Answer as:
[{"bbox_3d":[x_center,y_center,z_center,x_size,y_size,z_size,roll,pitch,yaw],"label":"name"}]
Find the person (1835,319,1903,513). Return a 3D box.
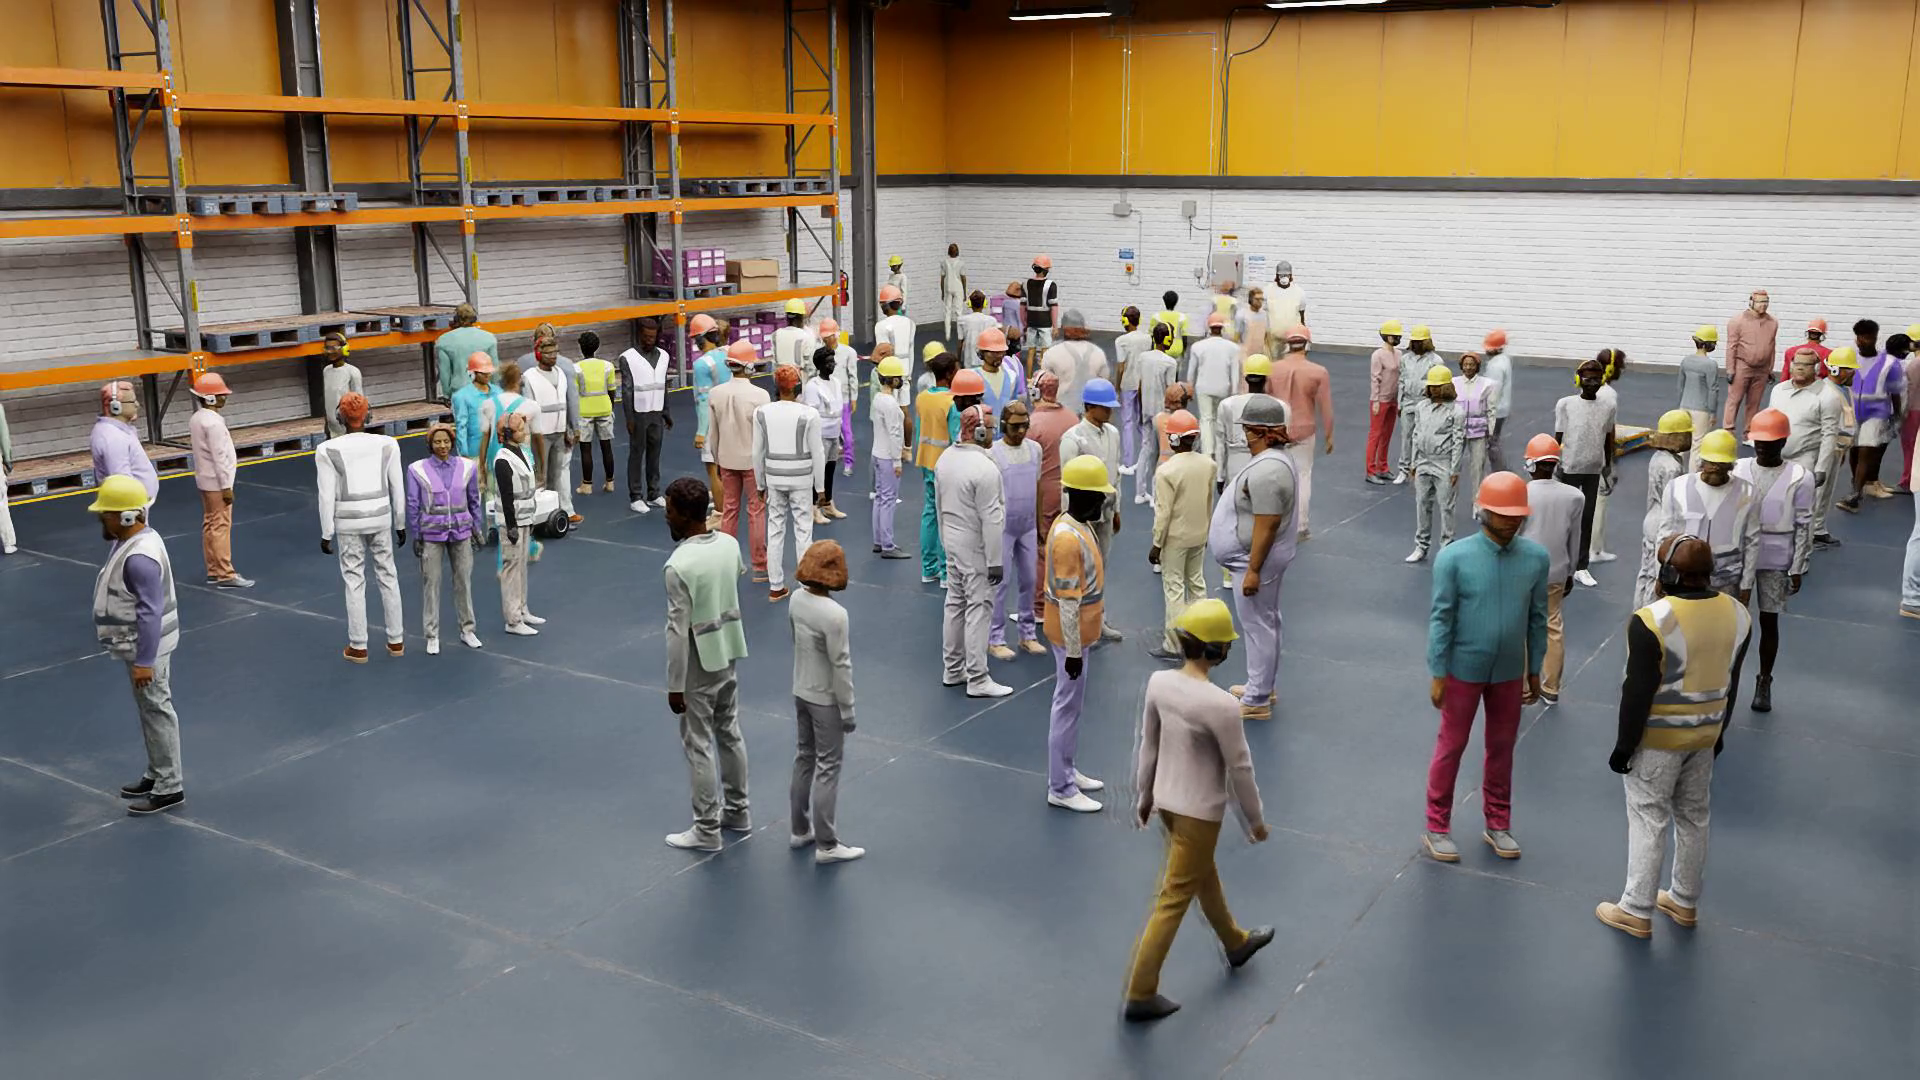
[{"bbox_3d":[9.000,-1.244,16.515,1.026,1.906,0.657,-13,18,-44],"label":"person"}]

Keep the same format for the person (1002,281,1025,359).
[{"bbox_3d":[0.812,-3.081,25.086,0.299,1.625,0.510,-7,15,-29],"label":"person"}]

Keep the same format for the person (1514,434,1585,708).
[{"bbox_3d":[3.658,0.193,10.595,0.566,1.750,0.341,-3,13,-11],"label":"person"}]

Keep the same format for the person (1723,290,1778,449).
[{"bbox_3d":[9.492,-2.040,19.948,0.636,1.911,0.404,-2,13,-8],"label":"person"}]

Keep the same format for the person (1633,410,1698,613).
[{"bbox_3d":[4.942,-0.045,11.650,0.287,1.746,0.493,2,13,8],"label":"person"}]

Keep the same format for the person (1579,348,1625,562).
[{"bbox_3d":[5.527,-0.743,14.418,0.351,1.868,0.541,-2,13,-10],"label":"person"}]

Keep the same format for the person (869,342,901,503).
[{"bbox_3d":[-0.776,-1.189,16.856,0.264,1.632,0.507,-4,14,-17],"label":"person"}]

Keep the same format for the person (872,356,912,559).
[{"bbox_3d":[-0.606,-0.720,14.530,0.310,1.768,0.533,-4,14,-17],"label":"person"}]

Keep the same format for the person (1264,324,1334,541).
[{"bbox_3d":[3.063,-0.986,15.265,0.738,1.952,0.523,6,14,23],"label":"person"}]

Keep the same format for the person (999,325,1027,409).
[{"bbox_3d":[0.454,-1.210,16.520,0.429,1.837,0.629,6,14,24],"label":"person"}]

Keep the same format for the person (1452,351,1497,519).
[{"bbox_3d":[4.913,-1.019,16.121,0.519,1.633,0.313,5,14,19],"label":"person"}]

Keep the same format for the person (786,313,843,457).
[{"bbox_3d":[-1.777,-1.809,19.140,1.015,1.822,0.604,-3,13,-12],"label":"person"}]

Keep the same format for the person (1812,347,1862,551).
[{"bbox_3d":[7.748,-0.814,14.825,0.585,1.824,0.405,-12,18,-43],"label":"person"}]

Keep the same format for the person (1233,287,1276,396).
[{"bbox_3d":[3.830,-2.342,21.471,0.522,1.803,0.902,-8,15,-31],"label":"person"}]

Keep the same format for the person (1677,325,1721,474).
[{"bbox_3d":[7.651,-1.343,17.234,0.311,1.768,0.533,-4,14,-17],"label":"person"}]

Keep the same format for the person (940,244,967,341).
[{"bbox_3d":[-0.120,-4.705,31.643,0.504,1.846,0.345,3,13,13],"label":"person"}]

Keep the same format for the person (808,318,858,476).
[{"bbox_3d":[-1.403,-1.568,18.274,0.574,1.737,0.354,3,13,12],"label":"person"}]

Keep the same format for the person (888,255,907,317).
[{"bbox_3d":[-1.121,-4.160,29.478,0.340,1.761,0.524,-9,16,-33],"label":"person"}]

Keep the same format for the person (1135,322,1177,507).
[{"bbox_3d":[1.981,-1.248,16.638,0.345,1.856,0.525,-11,17,-40],"label":"person"}]

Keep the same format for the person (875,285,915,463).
[{"bbox_3d":[-0.776,-1.857,18.854,0.392,2.041,0.615,10,16,36],"label":"person"}]

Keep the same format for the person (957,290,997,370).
[{"bbox_3d":[0.209,-2.148,20.524,0.509,1.863,0.326,0,13,1],"label":"person"}]

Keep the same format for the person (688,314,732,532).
[{"bbox_3d":[-2.332,-1.083,15.523,0.404,2.033,0.608,4,14,17],"label":"person"}]

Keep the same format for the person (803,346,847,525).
[{"bbox_3d":[-1.288,-1.002,15.907,0.318,1.697,0.534,7,15,27],"label":"person"}]

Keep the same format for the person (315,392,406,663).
[{"bbox_3d":[-4.133,-0.087,11.527,0.585,1.882,0.340,-9,16,-34],"label":"person"}]

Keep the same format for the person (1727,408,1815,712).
[{"bbox_3d":[5.030,0.125,10.487,0.548,1.936,0.378,9,16,35],"label":"person"}]

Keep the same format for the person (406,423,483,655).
[{"bbox_3d":[-3.635,-0.019,11.766,0.511,1.641,0.308,-8,15,-31],"label":"person"}]

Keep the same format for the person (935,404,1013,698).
[{"bbox_3d":[0.105,0.067,10.813,0.403,1.906,0.652,-8,15,-30],"label":"person"}]

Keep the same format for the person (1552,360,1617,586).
[{"bbox_3d":[5.064,-0.544,13.543,0.530,1.869,0.311,0,13,0],"label":"person"}]

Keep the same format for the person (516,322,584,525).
[{"bbox_3d":[-3.877,-1.084,15.729,0.635,1.938,0.359,3,13,15],"label":"person"}]

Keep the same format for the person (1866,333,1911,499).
[{"bbox_3d":[9.549,-1.280,17.111,0.318,1.697,0.533,8,15,30],"label":"person"}]

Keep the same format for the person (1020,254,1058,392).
[{"bbox_3d":[1.199,-3.212,24.734,0.616,2.041,0.381,8,15,31],"label":"person"}]

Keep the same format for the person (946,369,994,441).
[{"bbox_3d":[0.074,-0.304,12.351,0.360,1.939,0.543,-1,13,-5],"label":"person"}]

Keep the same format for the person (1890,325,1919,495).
[{"bbox_3d":[9.895,-1.357,17.312,0.340,1.760,0.525,11,17,41],"label":"person"}]

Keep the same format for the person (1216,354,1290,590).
[{"bbox_3d":[2.357,-0.536,13.400,0.585,1.921,0.391,6,14,23],"label":"person"}]

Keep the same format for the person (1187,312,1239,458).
[{"bbox_3d":[2.903,-1.748,19.090,0.572,1.727,0.750,-1,13,-4],"label":"person"}]

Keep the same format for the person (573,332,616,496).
[{"bbox_3d":[-3.807,-1.299,17.221,0.540,1.686,0.316,-9,16,-35],"label":"person"}]

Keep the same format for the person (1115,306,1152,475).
[{"bbox_3d":[1.886,-1.647,18.342,0.514,1.864,0.335,-9,16,-33],"label":"person"}]

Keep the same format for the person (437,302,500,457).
[{"bbox_3d":[-5.269,-1.586,17.910,0.631,1.940,0.372,-4,14,-17],"label":"person"}]

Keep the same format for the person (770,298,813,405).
[{"bbox_3d":[-1.846,-1.740,18.631,0.589,1.918,0.395,9,16,34],"label":"person"}]

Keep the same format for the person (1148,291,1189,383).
[{"bbox_3d":[2.853,-2.581,22.846,0.546,1.649,0.860,0,13,2],"label":"person"}]
